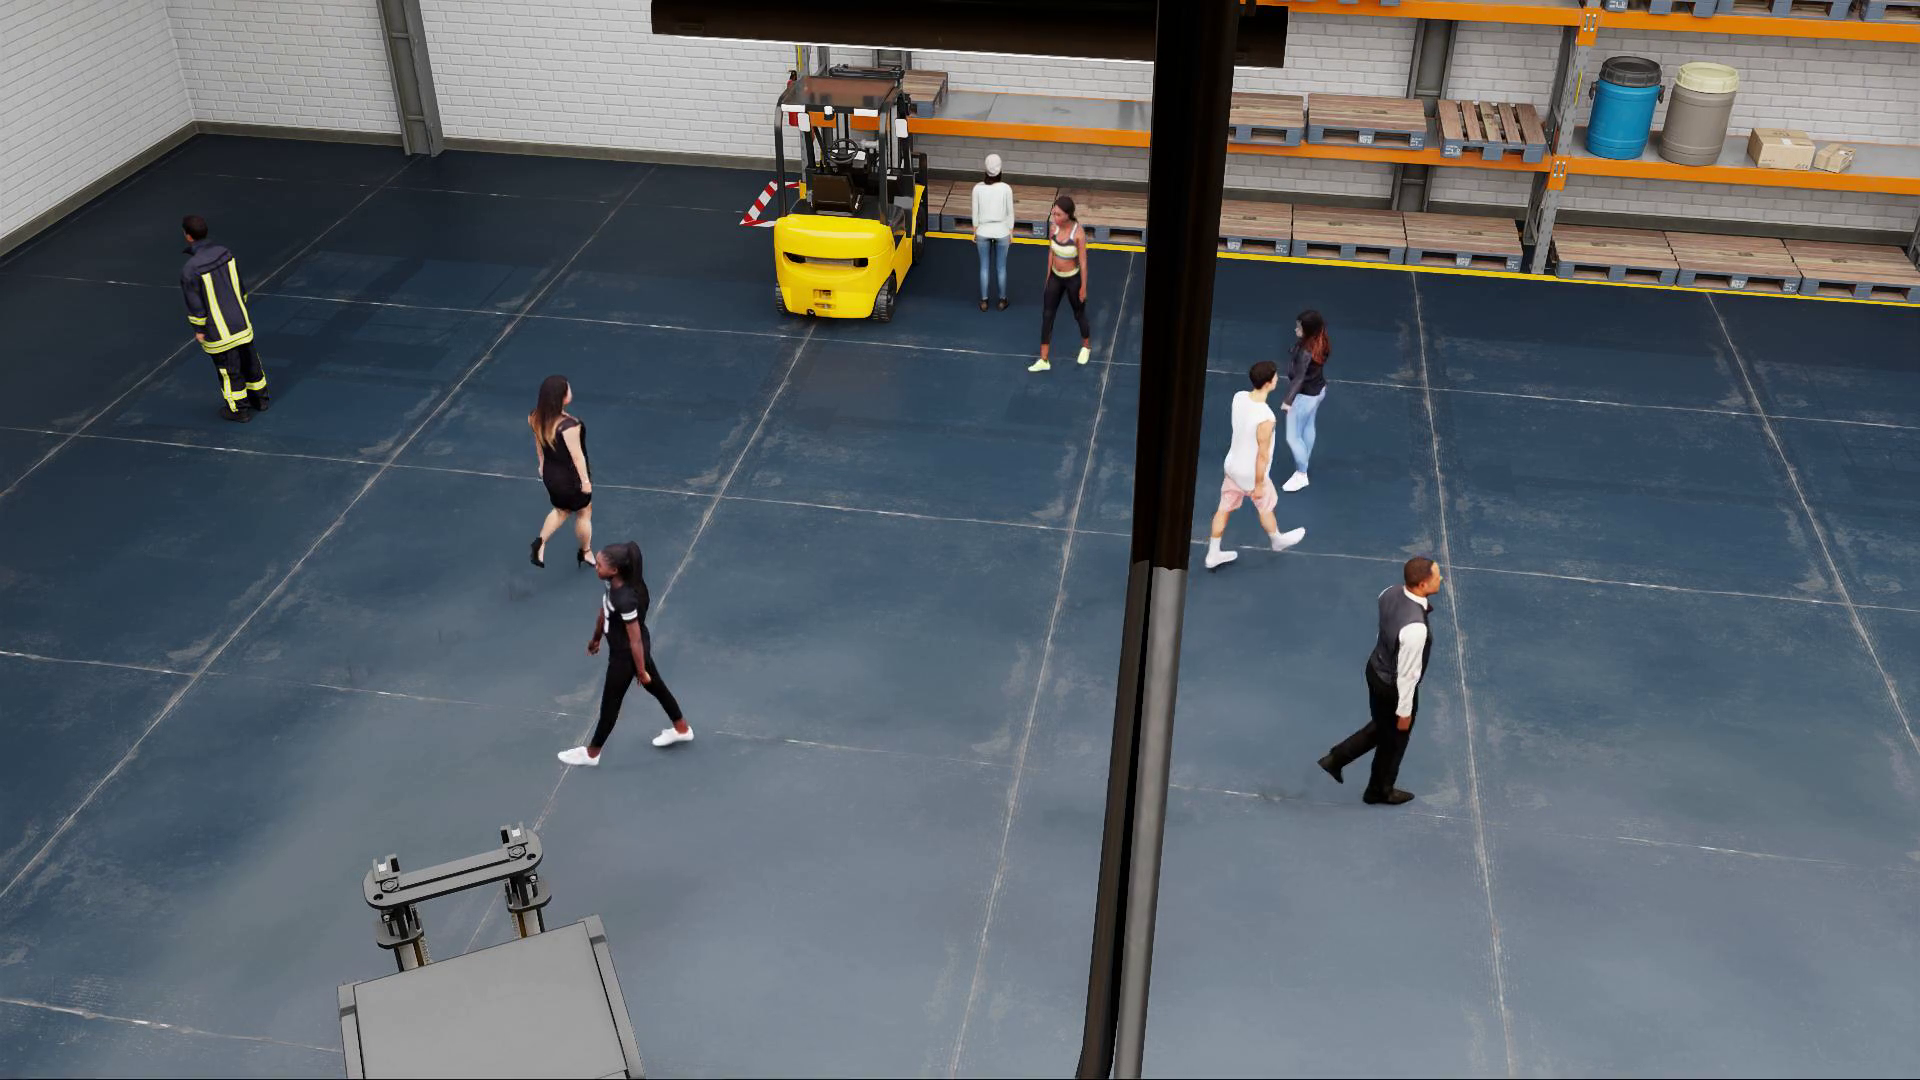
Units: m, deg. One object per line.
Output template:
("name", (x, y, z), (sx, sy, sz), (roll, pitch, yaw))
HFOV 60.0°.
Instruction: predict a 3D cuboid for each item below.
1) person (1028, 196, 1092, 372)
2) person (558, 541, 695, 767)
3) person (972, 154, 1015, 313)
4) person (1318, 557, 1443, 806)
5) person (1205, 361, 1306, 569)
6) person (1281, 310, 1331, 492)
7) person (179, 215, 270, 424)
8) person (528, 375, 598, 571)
("person", (1.045, -2.435, 15.608), (1.049, 1.713, 0.959), (18, 38, 25))
("person", (-2.066, 0.735, 10.860), (1.224, 1.690, 0.959), (-8, 35, -12))
("person", (0.332, -3.079, 16.638), (0.467, 1.645, 0.644), (2, 34, 3))
("person", (2.626, 0.905, 10.408), (0.982, 1.907, 0.848), (-4, 34, -6))
("person", (2.122, -0.526, 12.706), (1.177, 1.747, 1.036), (-15, 36, -21))
("person", (2.915, -1.235, 13.893), (0.811, 1.613, 0.745), (-27, 42, -34))
("person", (-6.526, -1.966, 14.709), (0.781, 1.927, 0.856), (15, 36, 21))
("person", (-3.042, -0.442, 12.620), (0.921, 1.703, 0.935), (25, 41, 33))
